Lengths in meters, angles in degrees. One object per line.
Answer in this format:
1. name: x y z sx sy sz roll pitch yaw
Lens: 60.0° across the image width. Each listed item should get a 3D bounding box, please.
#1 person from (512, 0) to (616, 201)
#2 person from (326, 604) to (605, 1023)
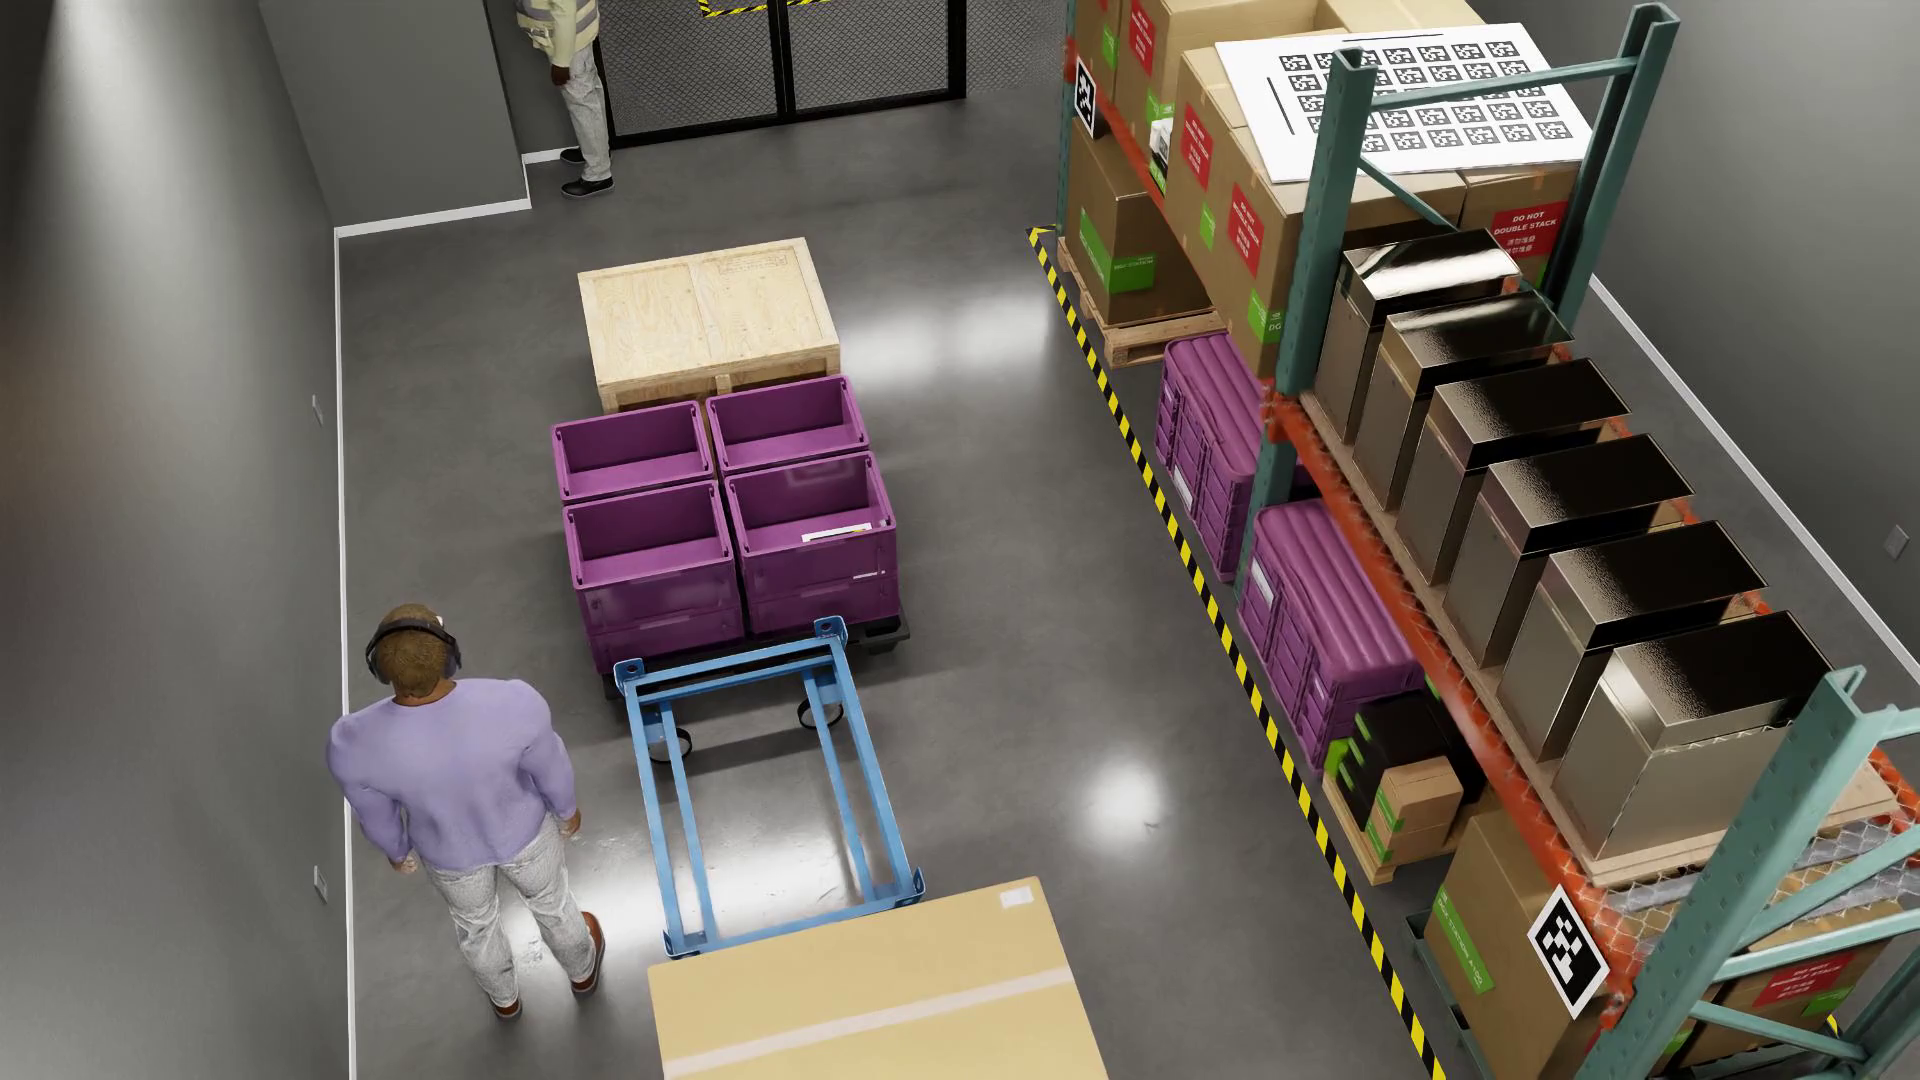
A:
1. person: -1.998 -2.560 8.307 0.403 1.835 0.586 -5 48 -5
2. person: -1.467 0.874 5.084 0.627 1.941 0.371 -13 49 -11
